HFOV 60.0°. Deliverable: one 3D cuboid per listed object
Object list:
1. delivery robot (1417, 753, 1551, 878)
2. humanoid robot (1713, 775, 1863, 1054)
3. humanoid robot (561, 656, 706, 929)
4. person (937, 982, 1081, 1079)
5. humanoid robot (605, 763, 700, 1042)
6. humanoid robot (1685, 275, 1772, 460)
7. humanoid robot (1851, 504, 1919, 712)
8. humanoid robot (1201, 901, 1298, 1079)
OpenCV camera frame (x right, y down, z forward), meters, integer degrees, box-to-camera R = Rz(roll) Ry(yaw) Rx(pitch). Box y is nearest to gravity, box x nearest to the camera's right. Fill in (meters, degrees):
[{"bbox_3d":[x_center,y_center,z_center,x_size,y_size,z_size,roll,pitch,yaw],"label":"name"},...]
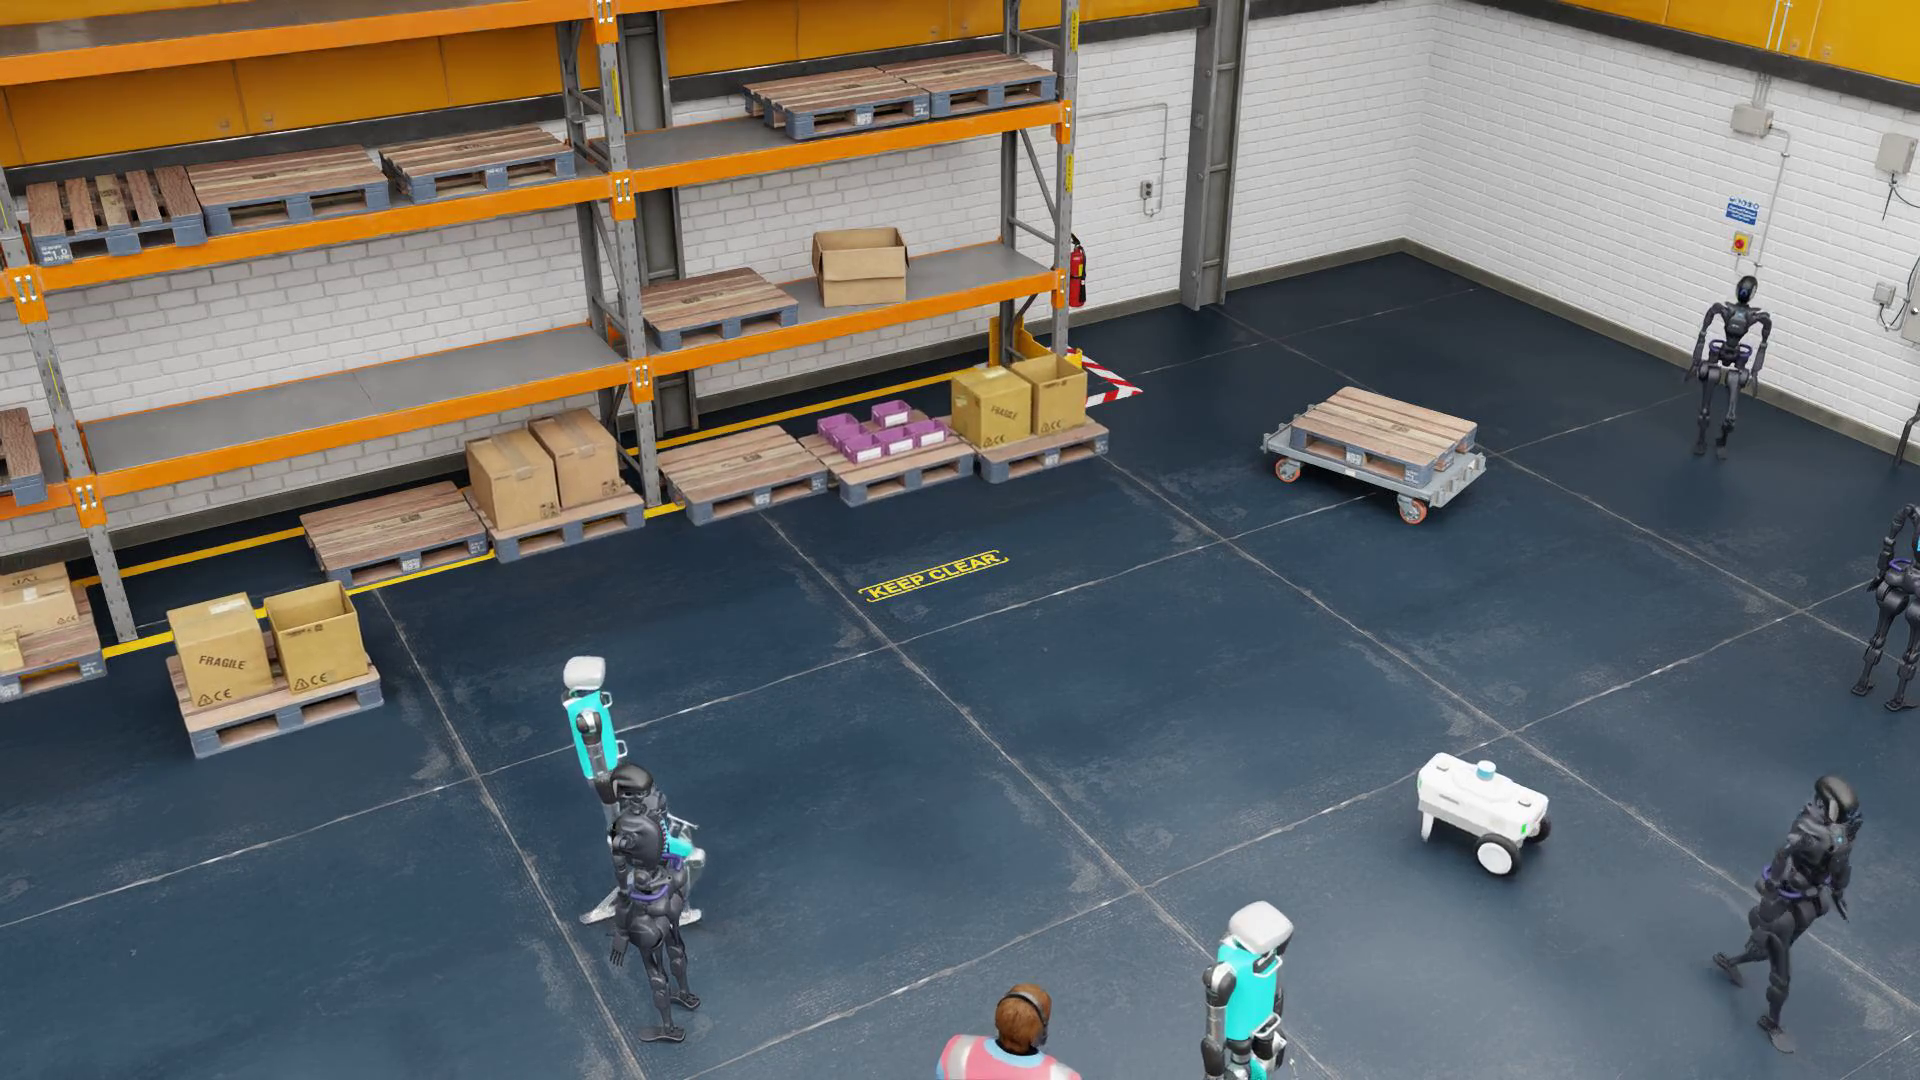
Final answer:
[{"bbox_3d":[3.109,1.594,9.869,0.772,0.601,0.499,23,37,35],"label":"delivery robot"},{"bbox_3d":[4.185,1.783,8.421,0.610,1.645,0.585,-11,31,-19],"label":"humanoid robot"},{"bbox_3d":[-1.710,1.397,9.029,0.888,1.776,0.581,-8,30,-13],"label":"humanoid robot"},{"bbox_3d":[0.219,2.564,6.855,0.629,1.834,0.434,11,31,19],"label":"person"},{"bbox_3d":[-1.556,1.808,8.329,0.315,1.657,0.599,8,30,14],"label":"humanoid robot"},{"bbox_3d":[6.515,-1.477,14.151,0.585,1.646,0.357,14,32,23],"label":"humanoid robot"},{"bbox_3d":[6.276,0.328,10.947,0.315,1.657,0.599,-17,34,-27],"label":"humanoid robot"},{"bbox_3d":[1.368,2.424,7.233,0.660,1.845,0.539,24,38,36],"label":"humanoid robot"}]
